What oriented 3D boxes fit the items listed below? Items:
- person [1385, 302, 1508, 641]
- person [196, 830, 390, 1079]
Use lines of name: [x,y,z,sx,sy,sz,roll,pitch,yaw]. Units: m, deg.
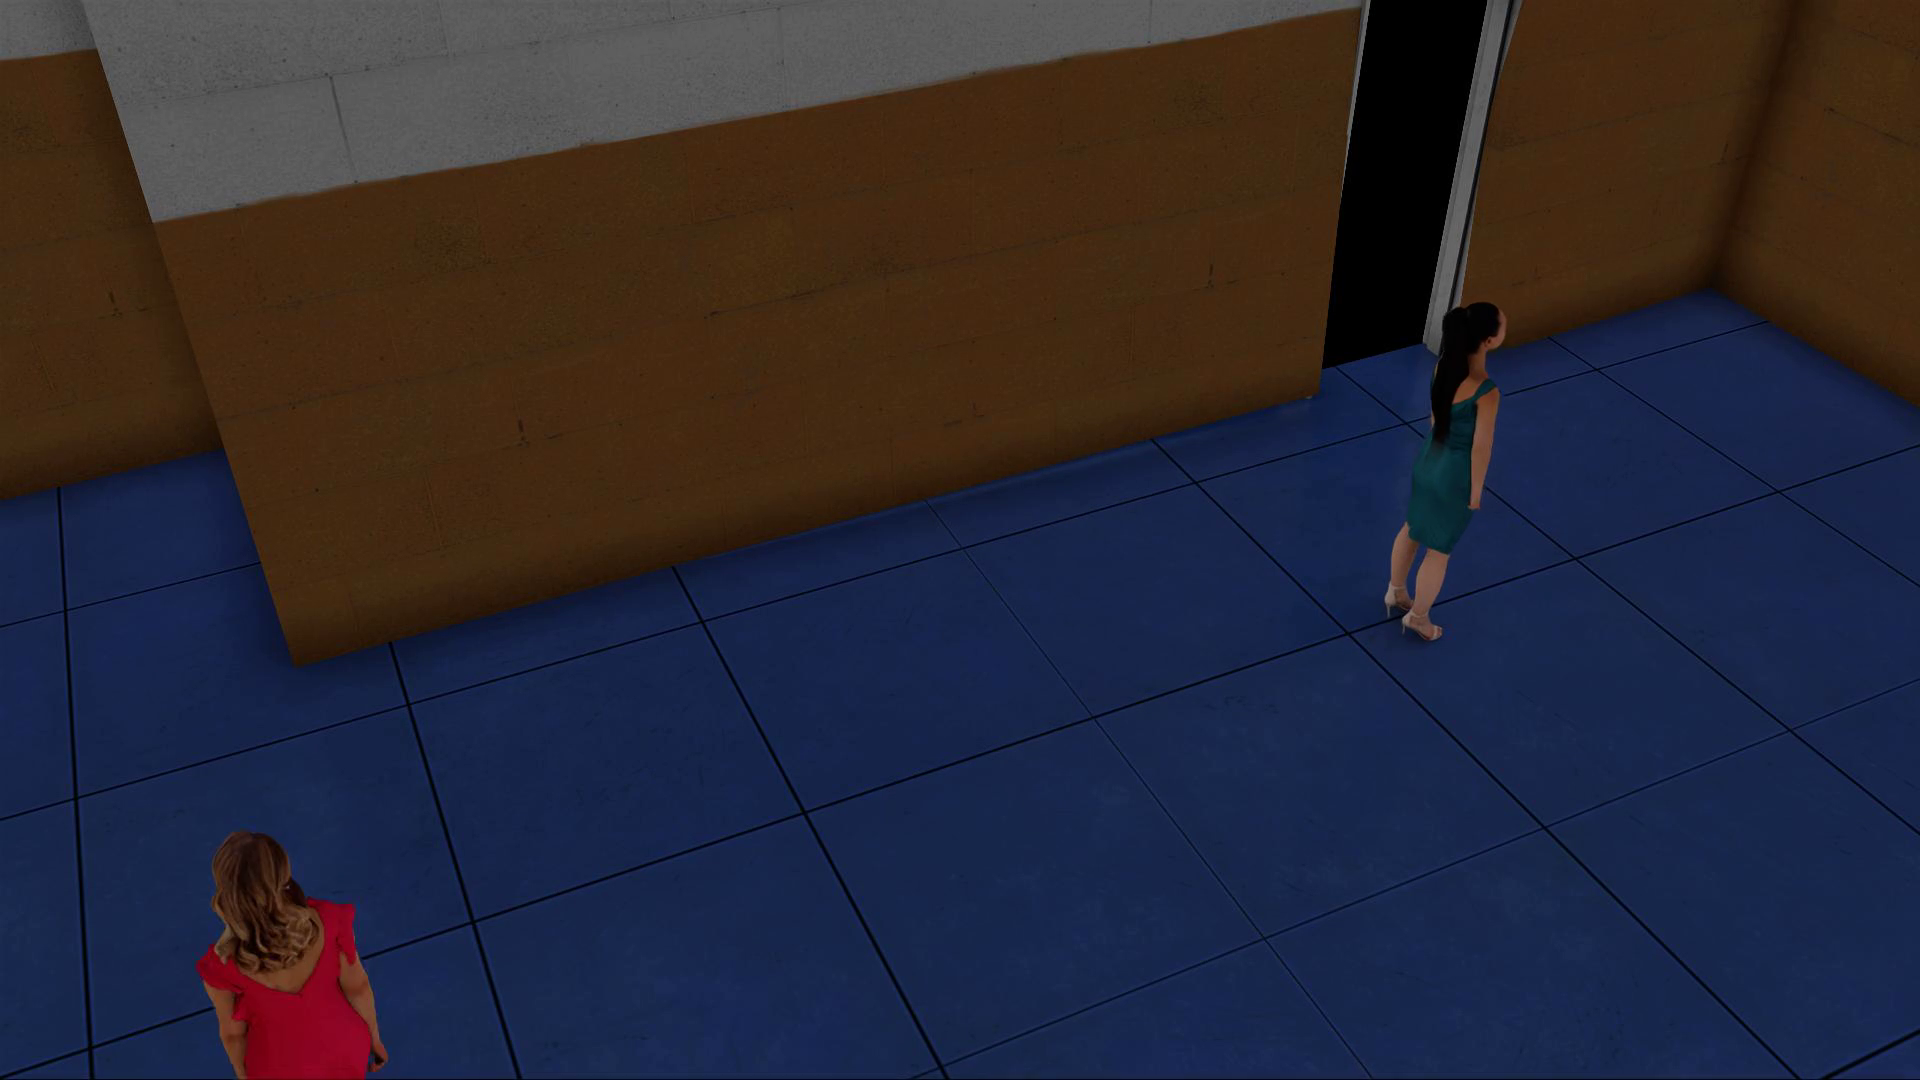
person: [2.091,-0.272,7.156,0.601,1.687,0.418,-14,39,-18]
person: [-1.806,1.546,4.728,1.084,1.694,0.807,31,47,34]
